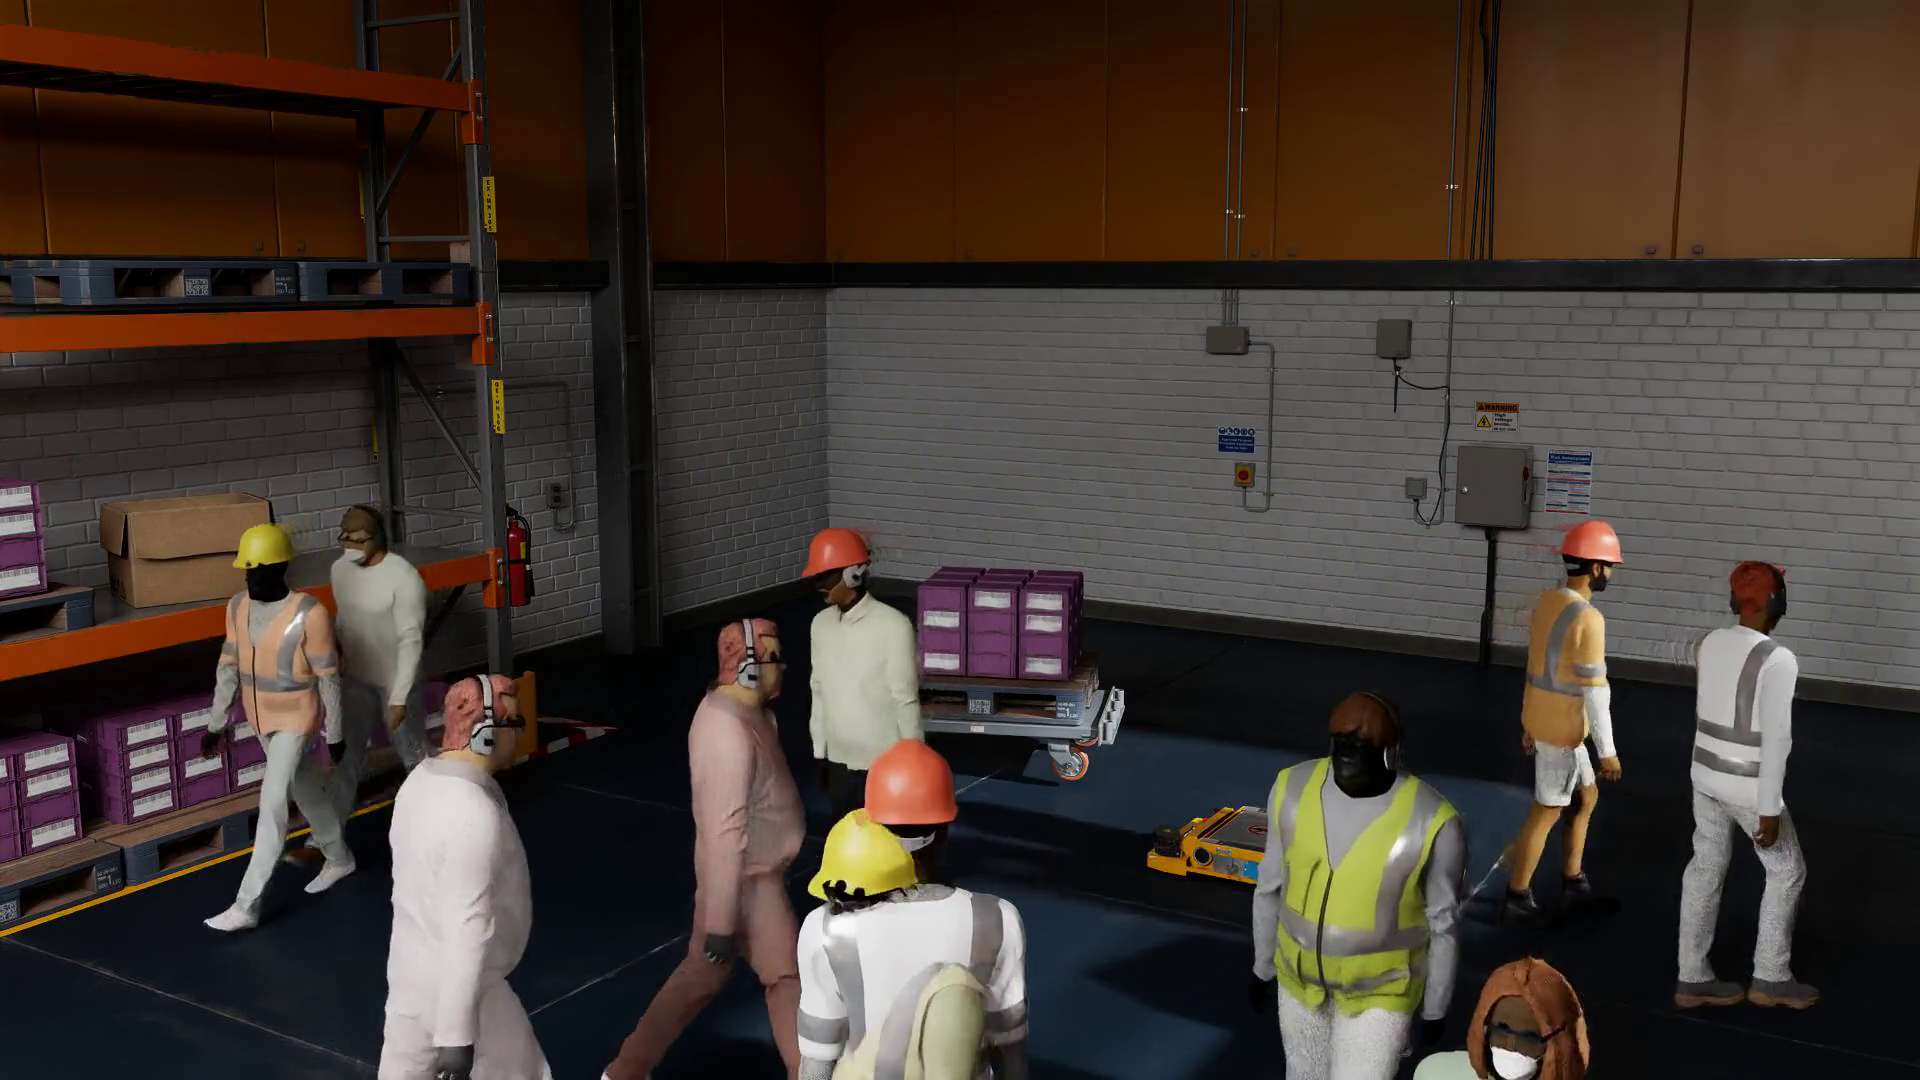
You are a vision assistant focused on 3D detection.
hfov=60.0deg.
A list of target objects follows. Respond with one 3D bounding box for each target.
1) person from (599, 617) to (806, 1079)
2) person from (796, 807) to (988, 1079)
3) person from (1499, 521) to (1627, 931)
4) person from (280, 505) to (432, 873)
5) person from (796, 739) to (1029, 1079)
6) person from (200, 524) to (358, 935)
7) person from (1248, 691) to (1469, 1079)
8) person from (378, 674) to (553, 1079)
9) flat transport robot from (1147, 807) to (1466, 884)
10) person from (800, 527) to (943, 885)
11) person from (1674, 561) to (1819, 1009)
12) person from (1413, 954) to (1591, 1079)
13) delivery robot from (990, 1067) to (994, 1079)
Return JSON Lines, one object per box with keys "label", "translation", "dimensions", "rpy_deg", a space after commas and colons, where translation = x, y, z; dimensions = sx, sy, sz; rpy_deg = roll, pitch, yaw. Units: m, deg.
{"label": "person", "translation": [-0.811, 1.181, 5.817], "dimensions": [0.968, 1.870, 0.653], "rpy_deg": [-2, 9, -12]}
{"label": "person", "translation": [-0.122, 1.496, 4.044], "dimensions": [0.832, 1.806, 0.593], "rpy_deg": [-8, 12, -39]}
{"label": "person", "translation": [2.854, 0.865, 7.618], "dimensions": [0.736, 1.909, 0.551], "rpy_deg": [1, 9, 5]}
{"label": "person", "translation": [-3.005, 0.756, 8.391], "dimensions": [0.660, 1.881, 0.989], "rpy_deg": [5, 10, 27]}
{"label": "person", "translation": [-0.115, 1.432, 4.012], "dimensions": [0.552, 1.932, 0.377], "rpy_deg": [-1, 9, -7]}
{"label": "person", "translation": [-3.230, 0.852, 7.835], "dimensions": [0.594, 1.873, 1.004], "rpy_deg": [5, 10, 28]}
{"label": "person", "translation": [1.226, 1.321, 5.092], "dimensions": [0.626, 1.816, 0.786], "rpy_deg": [7, 12, 38]}
{"label": "person", "translation": [-1.415, 1.313, 5.007], "dimensions": [1.024, 1.844, 0.666], "rpy_deg": [-7, 11, -36]}
{"label": "flat transport robot", "translation": [1.722, 1.575, 8.297], "dimensions": [1.431, 0.197, 0.652], "rpy_deg": [5, 11, 30]}
{"label": "person", "translation": [-0.367, 0.914, 7.138], "dimensions": [0.642, 1.969, 0.565], "rpy_deg": [8, 12, 40]}
{"label": "person", "translation": [3.286, 1.010, 6.865], "dimensions": [0.717, 1.859, 0.601], "rpy_deg": [-2, 9, -12]}
{"label": "person", "translation": [1.167, 1.659, 3.541], "dimensions": [0.517, 1.621, 0.360], "rpy_deg": [7, 11, 36]}
{"label": "delivery robot", "translation": [-0.148, 1.854, 5.378], "dimensions": [0.477, 0.478, 0.707], "rpy_deg": [5, 10, 27]}
